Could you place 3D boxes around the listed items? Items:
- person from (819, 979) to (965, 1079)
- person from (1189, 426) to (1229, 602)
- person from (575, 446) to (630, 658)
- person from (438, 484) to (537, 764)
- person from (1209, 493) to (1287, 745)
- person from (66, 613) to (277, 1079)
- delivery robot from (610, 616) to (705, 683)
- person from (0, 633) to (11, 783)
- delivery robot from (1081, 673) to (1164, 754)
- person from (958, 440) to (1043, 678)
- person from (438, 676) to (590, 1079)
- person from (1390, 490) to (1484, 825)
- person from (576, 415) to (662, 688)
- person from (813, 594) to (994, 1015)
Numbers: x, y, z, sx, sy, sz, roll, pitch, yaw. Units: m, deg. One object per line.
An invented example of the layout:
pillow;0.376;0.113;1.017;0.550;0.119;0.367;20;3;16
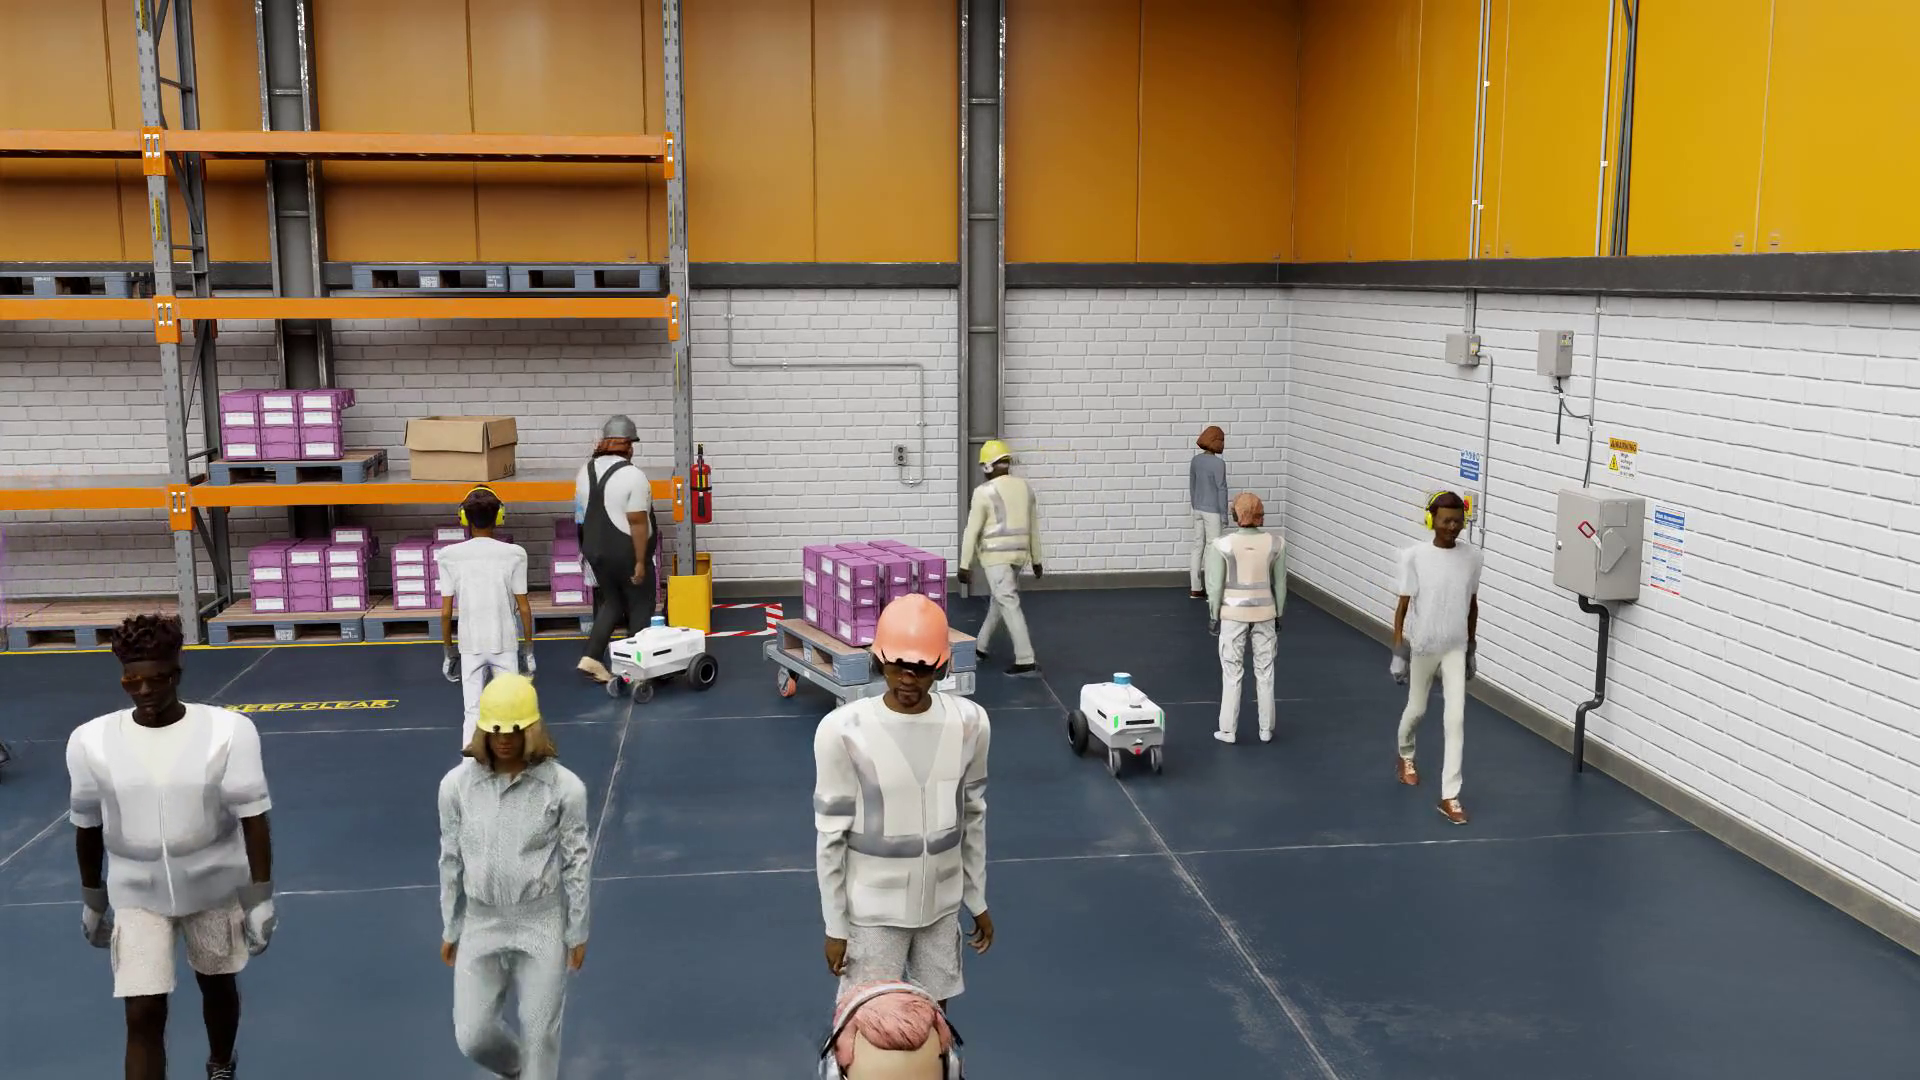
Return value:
person;-0.115;1.645;2.800;0.671;1.891;0.425;-3;9;-16
person;2.314;-0.243;15.405;0.279;1.633;0.498;-5;10;-28
person;-2.765;0.088;13.140;0.536;1.696;0.322;-3;10;-17
person;-2.623;0.623;9.265;0.520;1.872;0.326;-1;9;-7
person;1.847;0.510;10.692;0.511;1.638;0.308;-1;9;-6
person;-2.620;1.195;5.539;0.633;1.909;1.005;-3;10;-18
delivery robot;-2.174;0.795;11.991;0.477;0.478;0.707;7;11;36
person;-5.900;0.514;9.783;0.445;1.918;0.576;0;9;1
delivery robot;0.999;1.067;10.295;0.477;0.478;0.707;-2;9;-13
person;0.291;0.132;12.647;0.644;1.769;0.966;-9;13;-44
person;-1.477;1.282;5.561;0.505;1.728;0.442;0;9;-2
person;2.707;0.605;9.512;0.533;1.825;0.966;0;9;-2
person;-2.510;0.069;12.190;0.697;2.000;0.656;6;11;34
person;-0.161;1.170;5.331;0.606;2.039;0.395;-4;10;-26
